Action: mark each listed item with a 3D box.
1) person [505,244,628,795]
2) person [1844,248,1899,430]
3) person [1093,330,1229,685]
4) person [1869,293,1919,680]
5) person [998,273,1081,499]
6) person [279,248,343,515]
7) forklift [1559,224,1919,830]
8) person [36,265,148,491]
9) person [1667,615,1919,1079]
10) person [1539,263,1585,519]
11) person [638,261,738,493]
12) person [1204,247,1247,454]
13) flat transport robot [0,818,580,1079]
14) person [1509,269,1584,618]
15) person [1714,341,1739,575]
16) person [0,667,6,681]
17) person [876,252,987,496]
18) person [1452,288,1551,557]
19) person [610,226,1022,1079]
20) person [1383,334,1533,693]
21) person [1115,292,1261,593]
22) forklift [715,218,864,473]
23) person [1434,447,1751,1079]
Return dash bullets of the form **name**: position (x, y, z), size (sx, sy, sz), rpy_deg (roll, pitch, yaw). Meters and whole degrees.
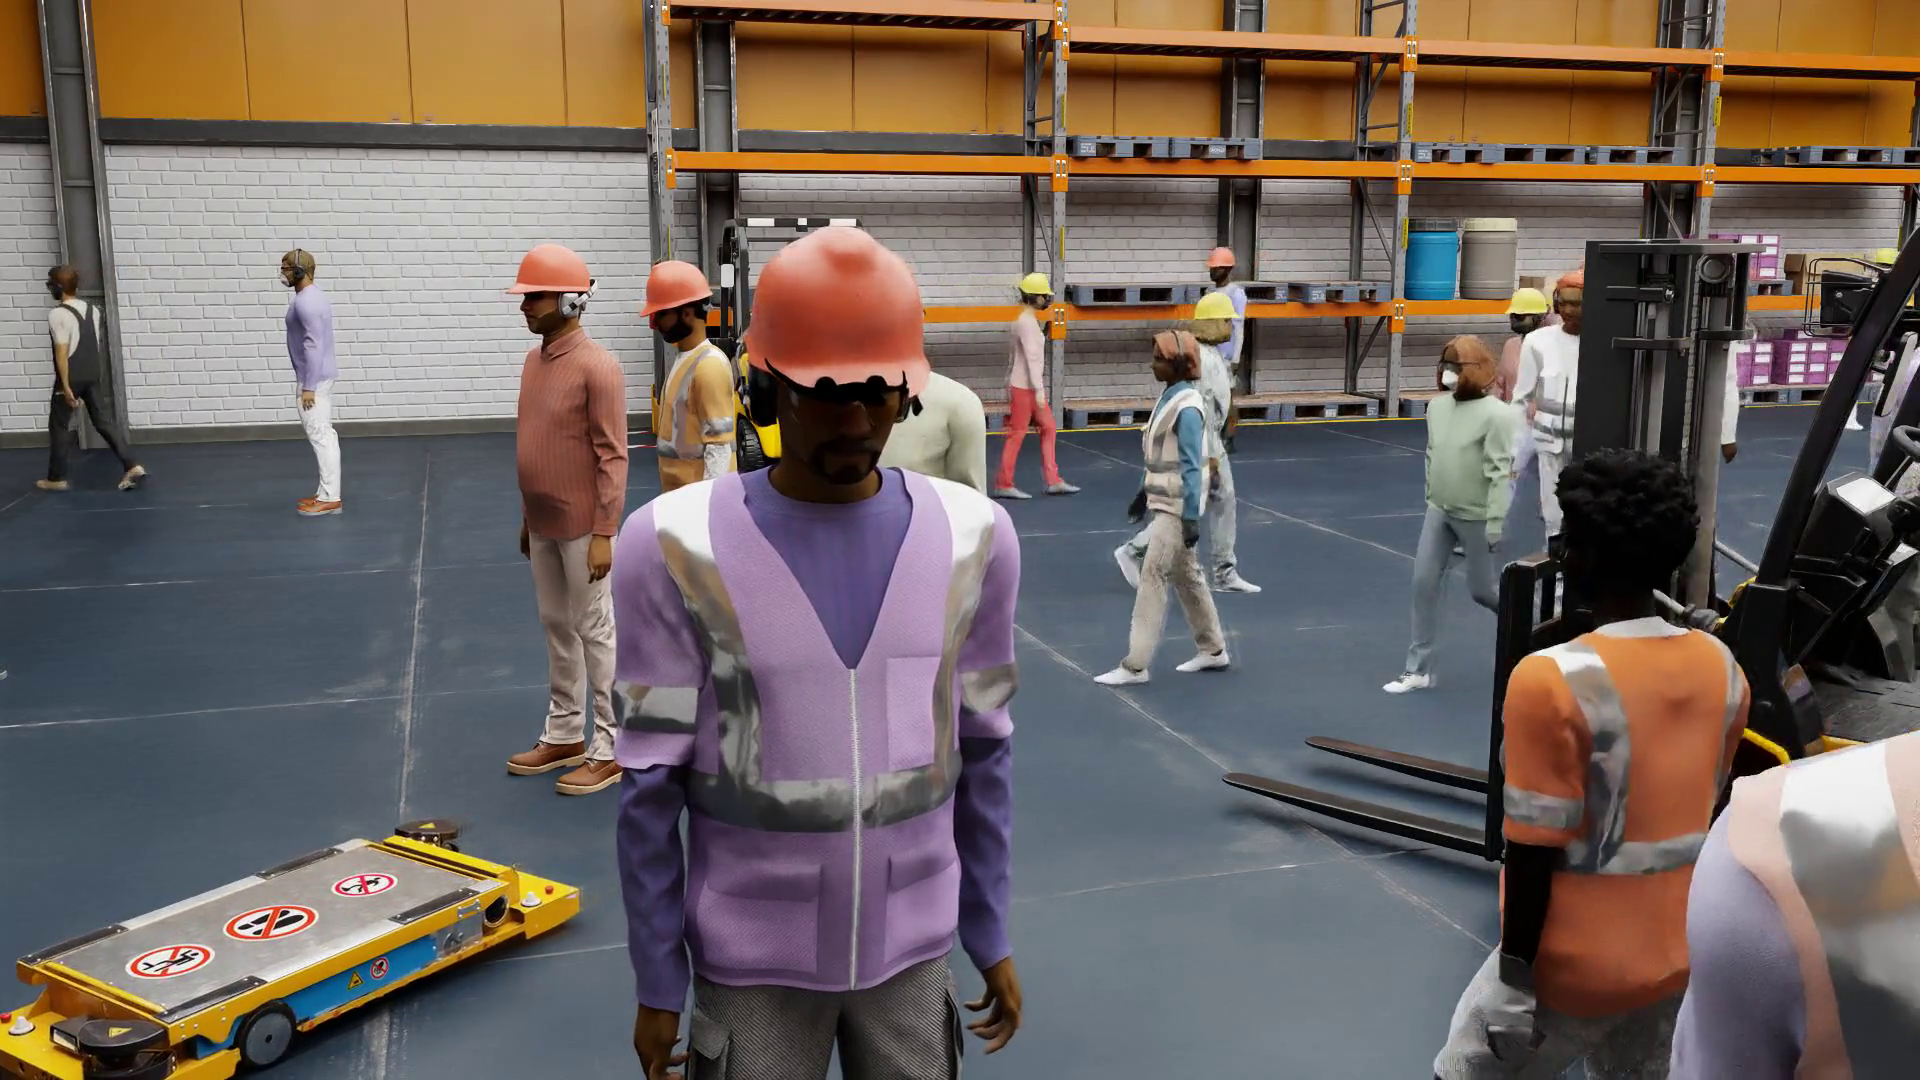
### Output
- **person**: position (-1.443, -0.074, 6.103), size (0.377, 1.995, 0.608), rpy_deg (-10, 14, -43)
- **person**: position (9.630, -2.084, 17.401), size (0.818, 1.897, 0.605), rpy_deg (-4, 11, -21)
- **person**: position (0.957, -0.146, 7.572), size (0.578, 1.630, 0.518), rpy_deg (0, 10, -2)
- **person**: position (3.799, -0.160, 6.787), size (0.459, 1.917, 0.609), rpy_deg (8, 13, 38)
- **person**: position (0.639, -1.168, 12.772), size (0.757, 1.737, 0.555), rpy_deg (1, 10, 4)
- **person**: position (-4.733, -1.150, 12.157), size (0.355, 1.937, 0.635), rpy_deg (-3, 11, -17)
- **forklift**: position (2.909, 0.117, 4.508), size (2.313, 2.155, 1.214), rpy_deg (9, 14, 40)
- **person**: position (-6.958, -1.273, 13.214), size (0.933, 1.809, 0.517), rpy_deg (4, 11, 19)
- **person**: position (1.009, 0.848, 1.570), size (0.637, 1.810, 0.766), rpy_deg (1, 10, 6)
- **person**: position (4.555, -1.085, 12.029), size (0.981, 1.852, 0.659), rpy_deg (-6, 12, -31)
- **person**: position (-1.084, -0.151, 6.713), size (0.374, 1.928, 0.542), rpy_deg (-4, 11, -20)
- **person**: position (2.409, -1.739, 15.402), size (0.425, 1.926, 0.564), rpy_deg (-6, 12, -28)
- **flat transport robot**: position (-1.777, 1.087, 4.470), size (0.652, 0.197, 1.431), rpy_deg (7, 12, 32)
- **person**: position (3.116, -0.454, 8.561), size (0.593, 1.850, 0.746), rpy_deg (9, 13, 39)
- **person**: position (4.080, -0.643, 9.610), size (0.908, 1.845, 0.590), rpy_deg (-2, 11, -13)
- **person**: position (-4.600, -0.249, 7.550), size (0.403, 1.822, 0.593), rpy_deg (-7, 12, -33)
- **person**: position (-0.225, 0.176, 4.731), size (0.622, 1.992, 0.397), rpy_deg (4, 11, 22)
- **person**: position (3.616, -0.741, 10.554), size (0.947, 1.713, 0.520), rpy_deg (-1, 10, -8)
- **person**: position (-0.182, 0.578, 2.419), size (0.605, 2.036, 0.383), rpy_deg (-4, 11, -20)
- **person**: position (2.289, -0.116, 7.409), size (0.757, 1.606, 0.512), rpy_deg (-5, 12, -27)
- **person**: position (1.305, -0.538, 9.400), size (0.761, 1.719, 0.478), rpy_deg (3, 11, 15)
- **forklift**: position (-1.522, -1.778, 14.899), size (1.214, 2.155, 2.313), rpy_deg (-3, 11, -17)
- **person**: position (1.032, 0.674, 2.857), size (0.560, 1.674, 0.604), rpy_deg (-5, 12, -28)
